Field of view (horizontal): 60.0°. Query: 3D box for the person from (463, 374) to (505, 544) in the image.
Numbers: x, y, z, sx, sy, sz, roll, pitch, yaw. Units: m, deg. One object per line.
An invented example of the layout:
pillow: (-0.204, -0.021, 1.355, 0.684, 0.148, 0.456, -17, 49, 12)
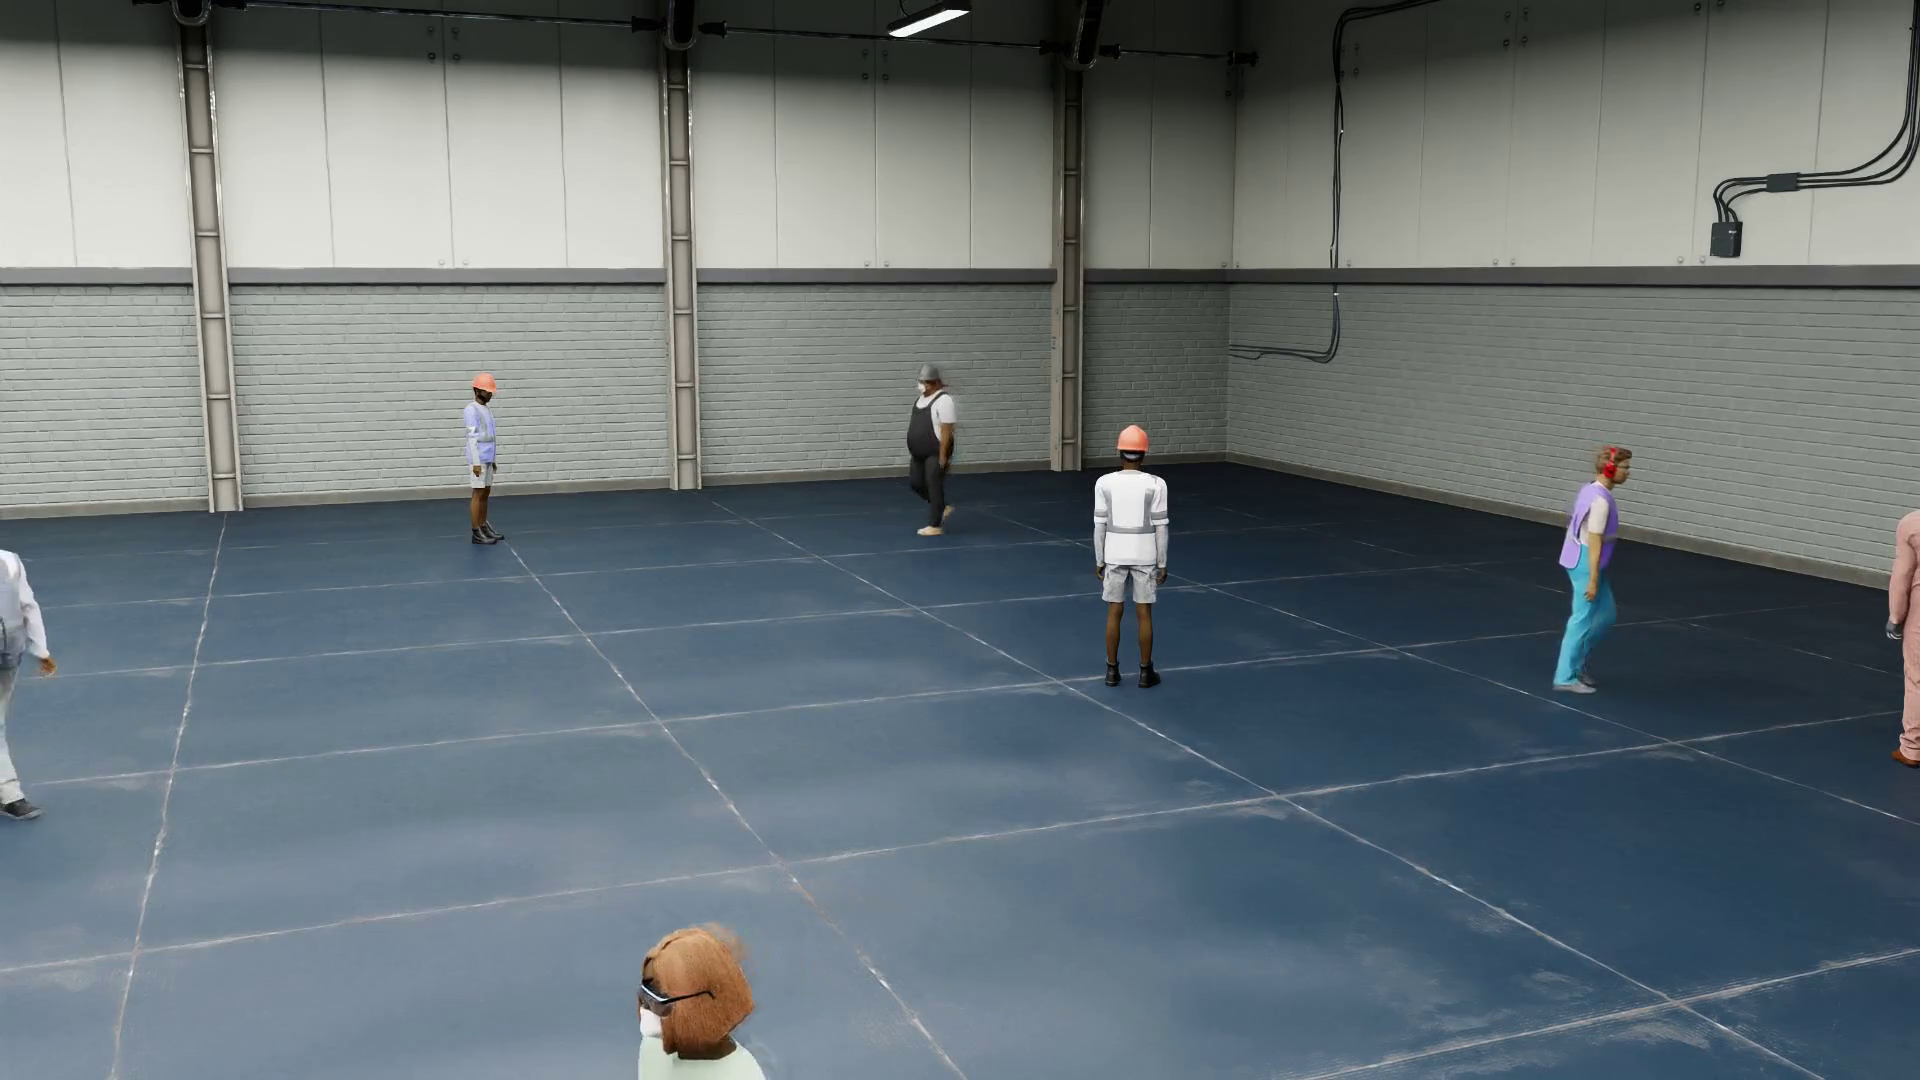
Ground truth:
person: (-5.386, -0.919, 18.844, 0.374, 1.928, 0.542, 1, 9, 4)

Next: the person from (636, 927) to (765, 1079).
person: (-0.574, 1.641, 3.832, 0.874, 1.589, 0.510, -6, 11, -34)

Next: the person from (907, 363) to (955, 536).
person: (-0.341, -1.069, 19.430, 0.584, 2.000, 0.687, -6, 11, -34)

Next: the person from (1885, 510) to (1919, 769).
person: (6.047, 0.467, 10.215, 0.652, 1.904, 0.402, 3, 10, 18)

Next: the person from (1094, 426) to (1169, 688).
person: (1.264, 0.126, 12.251, 0.552, 1.935, 0.361, 2, 9, 15)

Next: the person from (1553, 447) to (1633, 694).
person: (4.573, 0.226, 12.039, 0.462, 1.813, 0.585, 3, 9, 17)

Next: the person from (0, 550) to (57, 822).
person: (-5.536, 0.653, 9.426, 0.918, 1.795, 0.596, 4, 10, 26)
